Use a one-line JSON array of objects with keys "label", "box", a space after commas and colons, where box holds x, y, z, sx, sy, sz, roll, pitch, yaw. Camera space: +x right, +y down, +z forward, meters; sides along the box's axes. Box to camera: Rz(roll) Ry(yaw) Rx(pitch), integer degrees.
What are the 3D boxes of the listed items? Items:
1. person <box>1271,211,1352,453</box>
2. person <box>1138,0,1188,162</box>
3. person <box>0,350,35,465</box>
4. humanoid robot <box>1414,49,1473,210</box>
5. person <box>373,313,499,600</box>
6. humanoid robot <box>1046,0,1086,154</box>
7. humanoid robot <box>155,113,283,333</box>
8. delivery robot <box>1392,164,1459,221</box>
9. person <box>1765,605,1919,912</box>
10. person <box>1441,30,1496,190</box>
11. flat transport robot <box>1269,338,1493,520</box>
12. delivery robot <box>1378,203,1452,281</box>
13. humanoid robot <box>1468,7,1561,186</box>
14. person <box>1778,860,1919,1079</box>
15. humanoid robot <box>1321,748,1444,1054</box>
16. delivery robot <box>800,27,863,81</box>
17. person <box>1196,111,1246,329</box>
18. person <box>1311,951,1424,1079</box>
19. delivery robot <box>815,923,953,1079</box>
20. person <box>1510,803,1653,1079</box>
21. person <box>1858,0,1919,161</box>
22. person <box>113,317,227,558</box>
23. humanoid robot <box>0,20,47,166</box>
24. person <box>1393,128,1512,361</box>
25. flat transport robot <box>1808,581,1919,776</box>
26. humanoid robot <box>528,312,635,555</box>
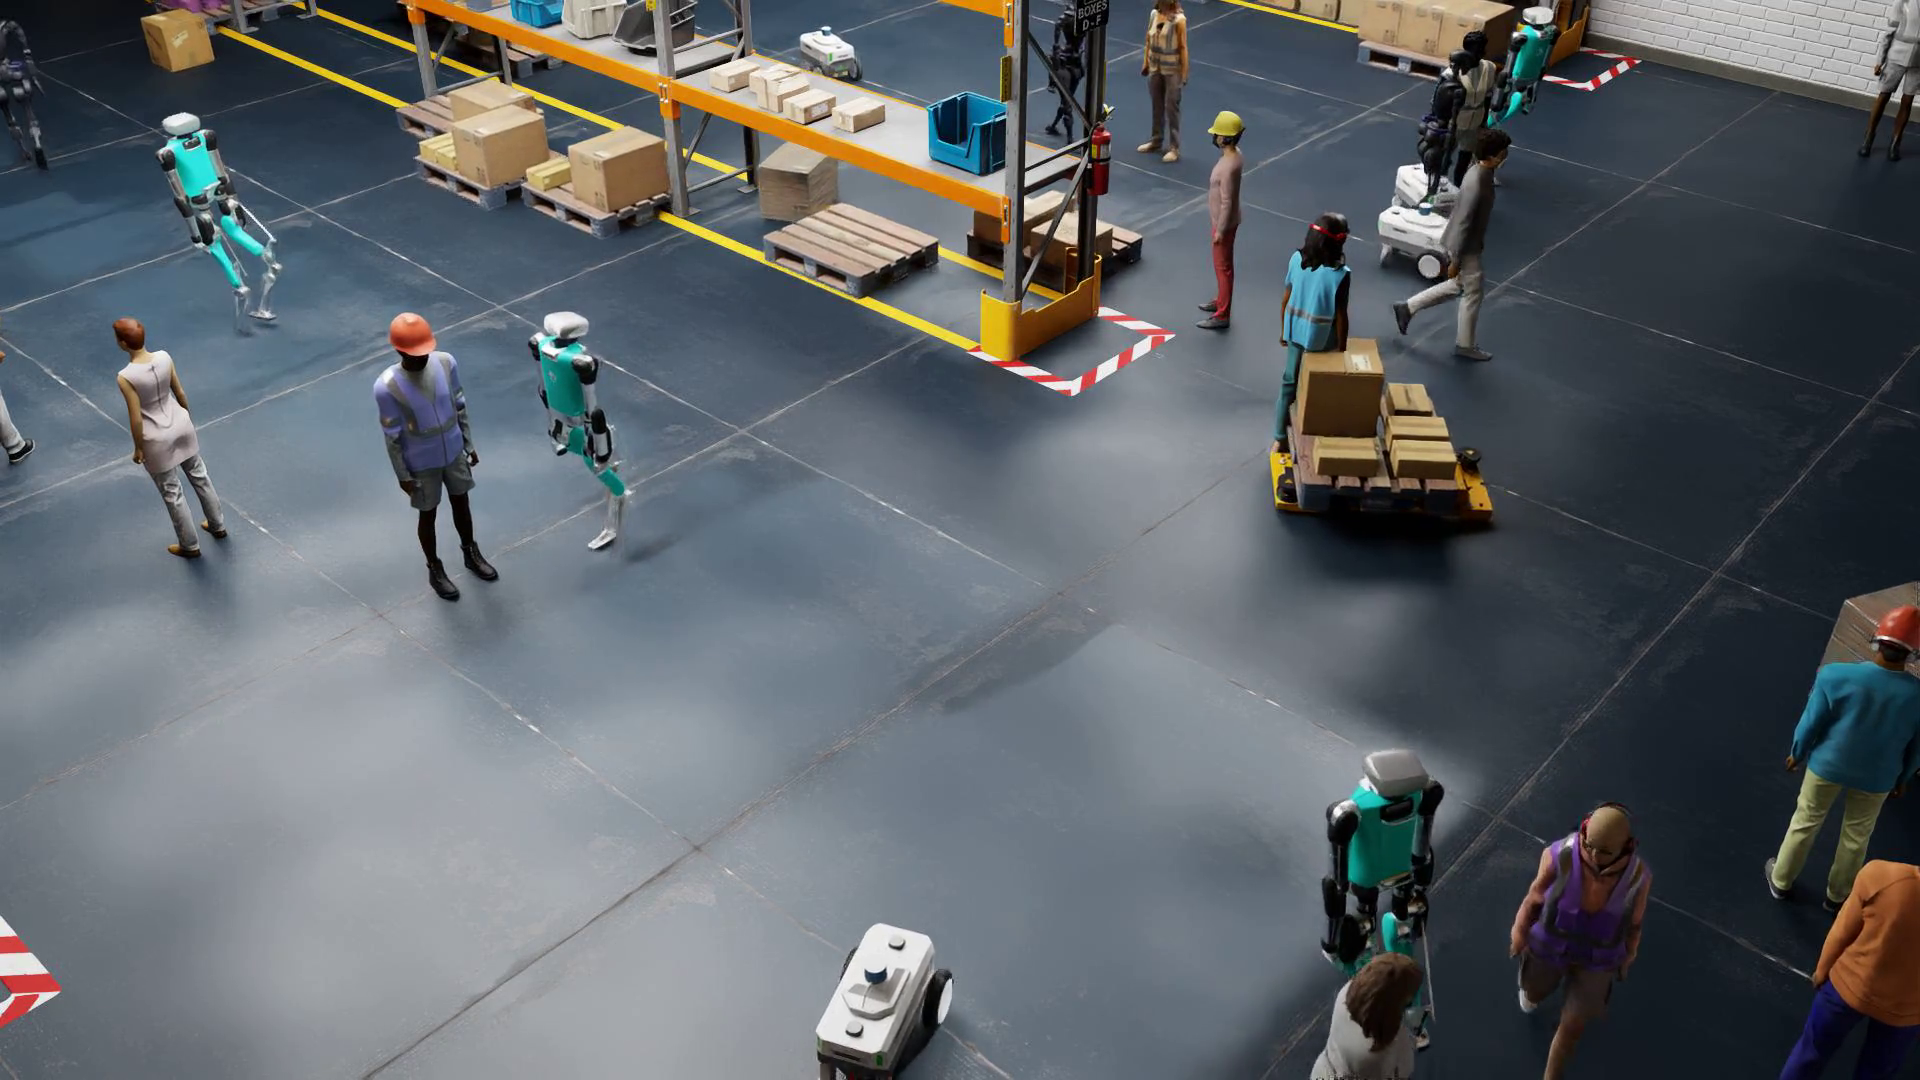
[{"label": "person", "box": [2.403, -1.350, 11.359, 0.370, 1.865, 0.539, -30, 44, -36]}, {"label": "person", "box": [1.965, -4.539, 16.073, 0.357, 1.768, 0.502, -29, 44, -35]}, {"label": "person", "box": [-6.867, -1.322, 11.357, 0.586, 1.823, 0.404, -6, 35, -9]}, {"label": "humanoid robot", "box": [4.150, -3.507, 14.663, 0.499, 1.644, 0.614, -2, 35, -3]}, {"label": "person", "box": [-3.183, -0.514, 10.099, 0.387, 1.929, 0.543, 28, 43, 34]}, {"label": "humanoid robot", "box": [1.061, -4.694, 16.408, 0.590, 1.631, 0.686, -27, 43, -34]}, {"label": "humanoid robot", "box": [-5.685, -2.396, 13.049, 0.782, 1.844, 0.539, 15, 37, 20]}, {"label": "delivery robot", "box": [4.247, -3.110, 15.071, 0.499, 0.603, 0.792, -8, 35, -12]}, {"label": "person", "box": [4.283, 1.055, 7.983, 0.562, 1.741, 0.343, 15, 38, 21]}, {"label": "person", "box": [4.524, -3.761, 15.008, 0.531, 1.691, 0.321, -10, 36, -13]}, {"label": "flat transport robot", "box": [2.874, -0.418, 11.416, 1.431, 0.231, 0.659, 3, 35, 4]}, {"label": "delivery robot", "box": [3.995, -2.588, 14.324, 0.783, 0.612, 0.502, 26, 42, 32]}, {"label": "humanoid robot", "box": [5.040, -4.145, 15.575, 0.530, 1.822, 0.877, -16, 38, -22]}, {"label": "person", "box": [3.724, 1.808, 6.698, 0.517, 1.973, 0.401, 22, 40, 28]}, {"label": "humanoid robot", "box": [1.854, 1.767, 6.982, 0.530, 1.794, 0.796, -14, 37, -20]}, {"label": "delivery robot", "box": [-1.447, -5.317, 18.267, 0.499, 0.601, 0.796, -21, 40, -27]}, {"label": "person", "box": [2.059, -2.525, 13.150, 0.324, 1.766, 0.532, 7, 35, 10]}, {"label": "person", "box": [1.565, 2.180, 6.426, 0.386, 1.646, 0.496, -5, 35, -7]}, {"label": "delivery robot", "box": [-0.364, 2.104, 7.526, 0.499, 0.612, 0.796, 11, 36, 16]}, {"label": "person", "box": [2.618, 1.699, 7.113, 0.502, 1.661, 0.747, 11, 36, 15]}, {"label": "person", "box": [9.158, -4.635, 16.072, 0.546, 1.926, 0.388, 13, 37, 18]}, {"label": "person", "box": [-5.037, -0.651, 10.528, 0.271, 1.657, 0.461, 15, 37, 20]}, {"label": "humanoid robot", "box": [-9.151, -4.373, 15.925, 0.604, 1.637, 0.637, -16, 38, -22]}, {"label": "person", "box": [3.808, -2.260, 12.672, 0.742, 1.871, 0.536, 10, 36, 14]}, {"label": "flat transport robot", "box": [5.498, 1.146, 9.150, 0.659, 0.231, 1.431, -12, 36, -17]}, {"label": "humanoid robot", "box": [-2.269, -0.646, 10.529, 0.548, 1.882, 0.680, 24, 41, 30]}]
